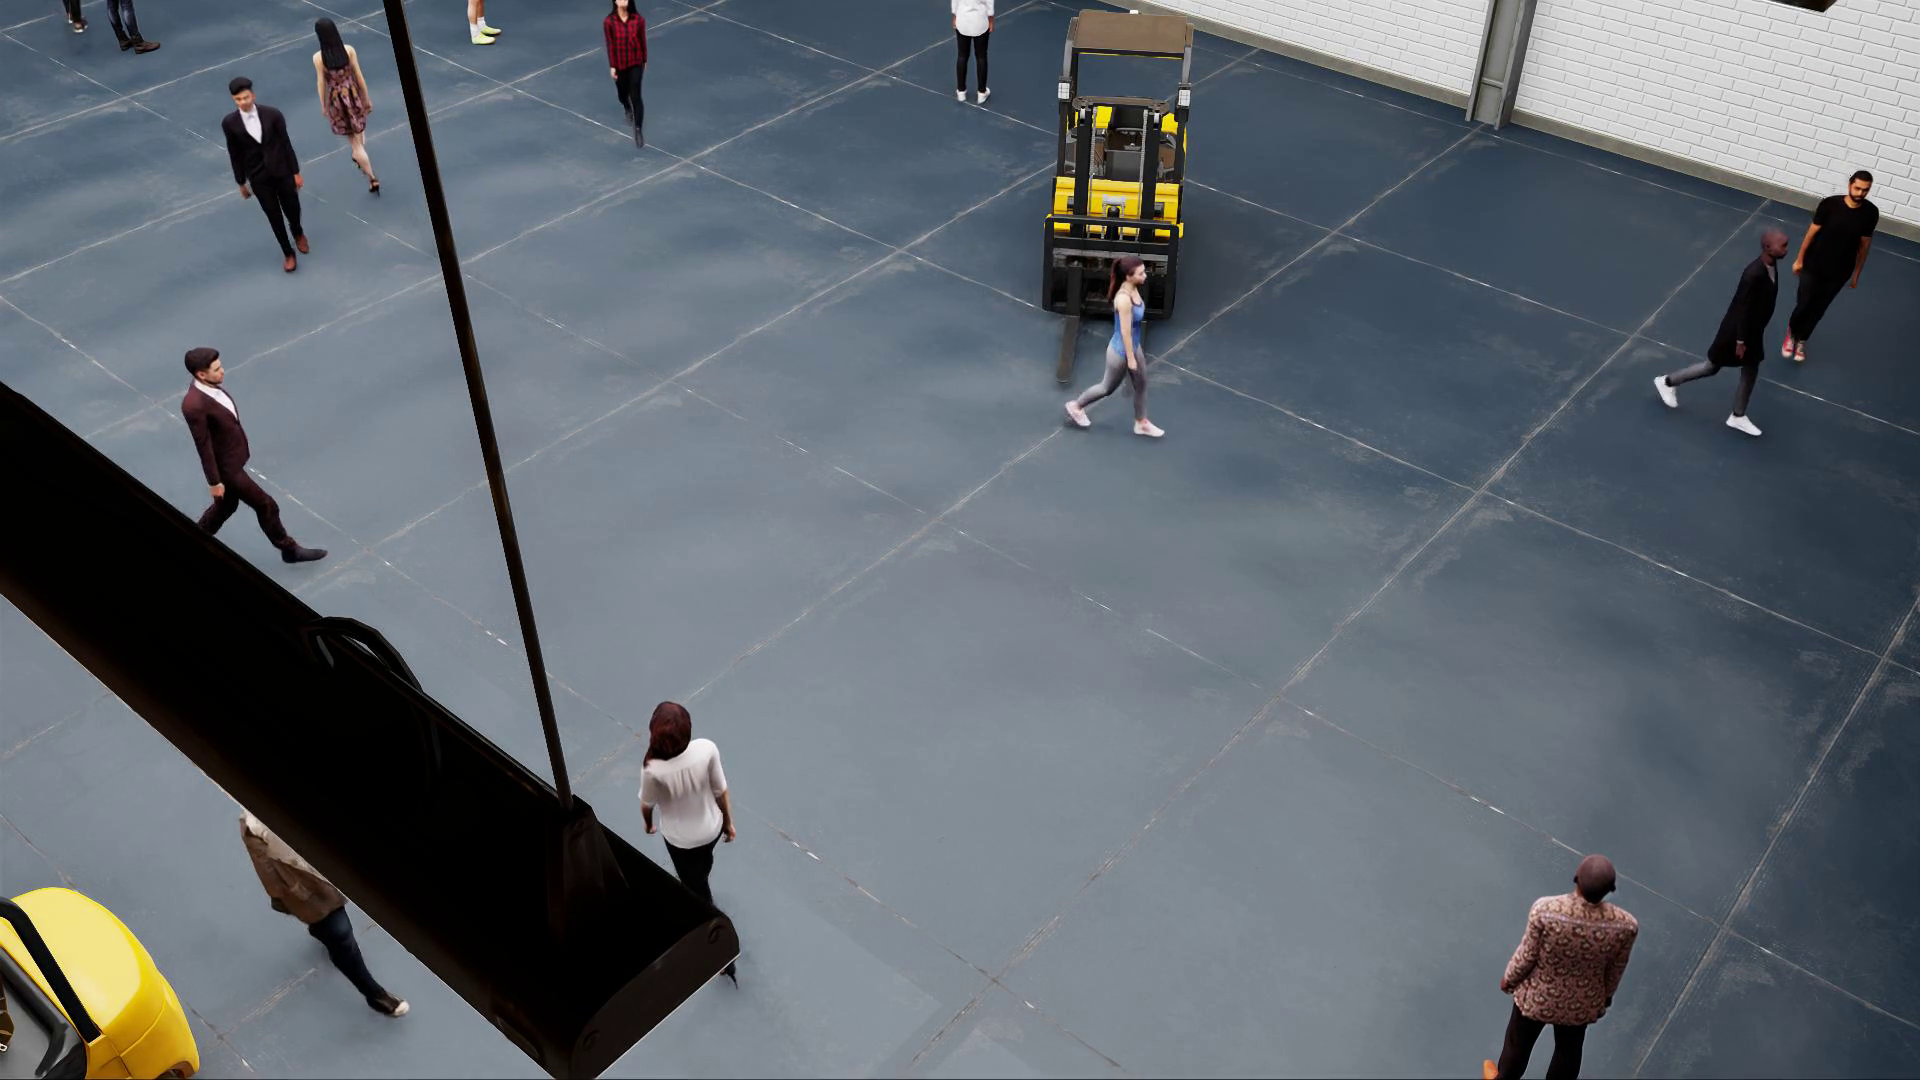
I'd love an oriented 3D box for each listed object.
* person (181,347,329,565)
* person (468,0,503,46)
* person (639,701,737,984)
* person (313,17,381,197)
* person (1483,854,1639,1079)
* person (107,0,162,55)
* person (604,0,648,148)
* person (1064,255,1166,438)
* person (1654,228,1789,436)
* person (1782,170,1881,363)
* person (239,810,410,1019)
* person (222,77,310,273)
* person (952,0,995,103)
[{"bbox_3d":[-5.227,-0.531,11.638,1.226,1.836,1.246,-8,39,-9],"label":"person"},{"bbox_3d":[-5.705,-6.730,19.401,0.729,1.835,0.709,4,39,5],"label":"person"},{"bbox_3d":[-1.401,1.668,8.960,0.869,1.742,1.200,-19,42,-22],"label":"person"},{"bbox_3d":[-5.974,-4.208,16.319,0.755,1.740,1.100,-26,45,-29],"label":"person"},{"bbox_3d":[2.957,2.219,8.217,0.722,1.808,0.841,5,39,7],"label":"person"},{"bbox_3d":[-9.802,-6.582,19.160,0.571,1.905,0.786,20,43,23],"label":"person"},{"bbox_3d":[-3.504,-4.997,17.395,0.950,1.630,1.107,-10,40,-12],"label":"person"},{"bbox_3d":[1.216,-1.493,13.046,1.116,1.582,0.787,14,41,17],"label":"person"},{"bbox_3d":[6.081,-1.678,13.161,0.754,1.727,1.173,-29,47,-31],"label":"person"},{"bbox_3d":[7.278,-2.336,13.967,0.683,1.750,0.803,10,40,12],"label":"person"},{"bbox_3d":[-3.470,1.693,8.836,1.203,1.858,0.897,17,41,20],"label":"person"},{"bbox_3d":[-6.289,-3.373,15.171,0.877,1.869,0.915,-12,40,-14],"label":"person"},{"bbox_3d":[0.139,-5.679,18.109,0.651,1.804,0.768,7,39,9],"label":"person"}]
